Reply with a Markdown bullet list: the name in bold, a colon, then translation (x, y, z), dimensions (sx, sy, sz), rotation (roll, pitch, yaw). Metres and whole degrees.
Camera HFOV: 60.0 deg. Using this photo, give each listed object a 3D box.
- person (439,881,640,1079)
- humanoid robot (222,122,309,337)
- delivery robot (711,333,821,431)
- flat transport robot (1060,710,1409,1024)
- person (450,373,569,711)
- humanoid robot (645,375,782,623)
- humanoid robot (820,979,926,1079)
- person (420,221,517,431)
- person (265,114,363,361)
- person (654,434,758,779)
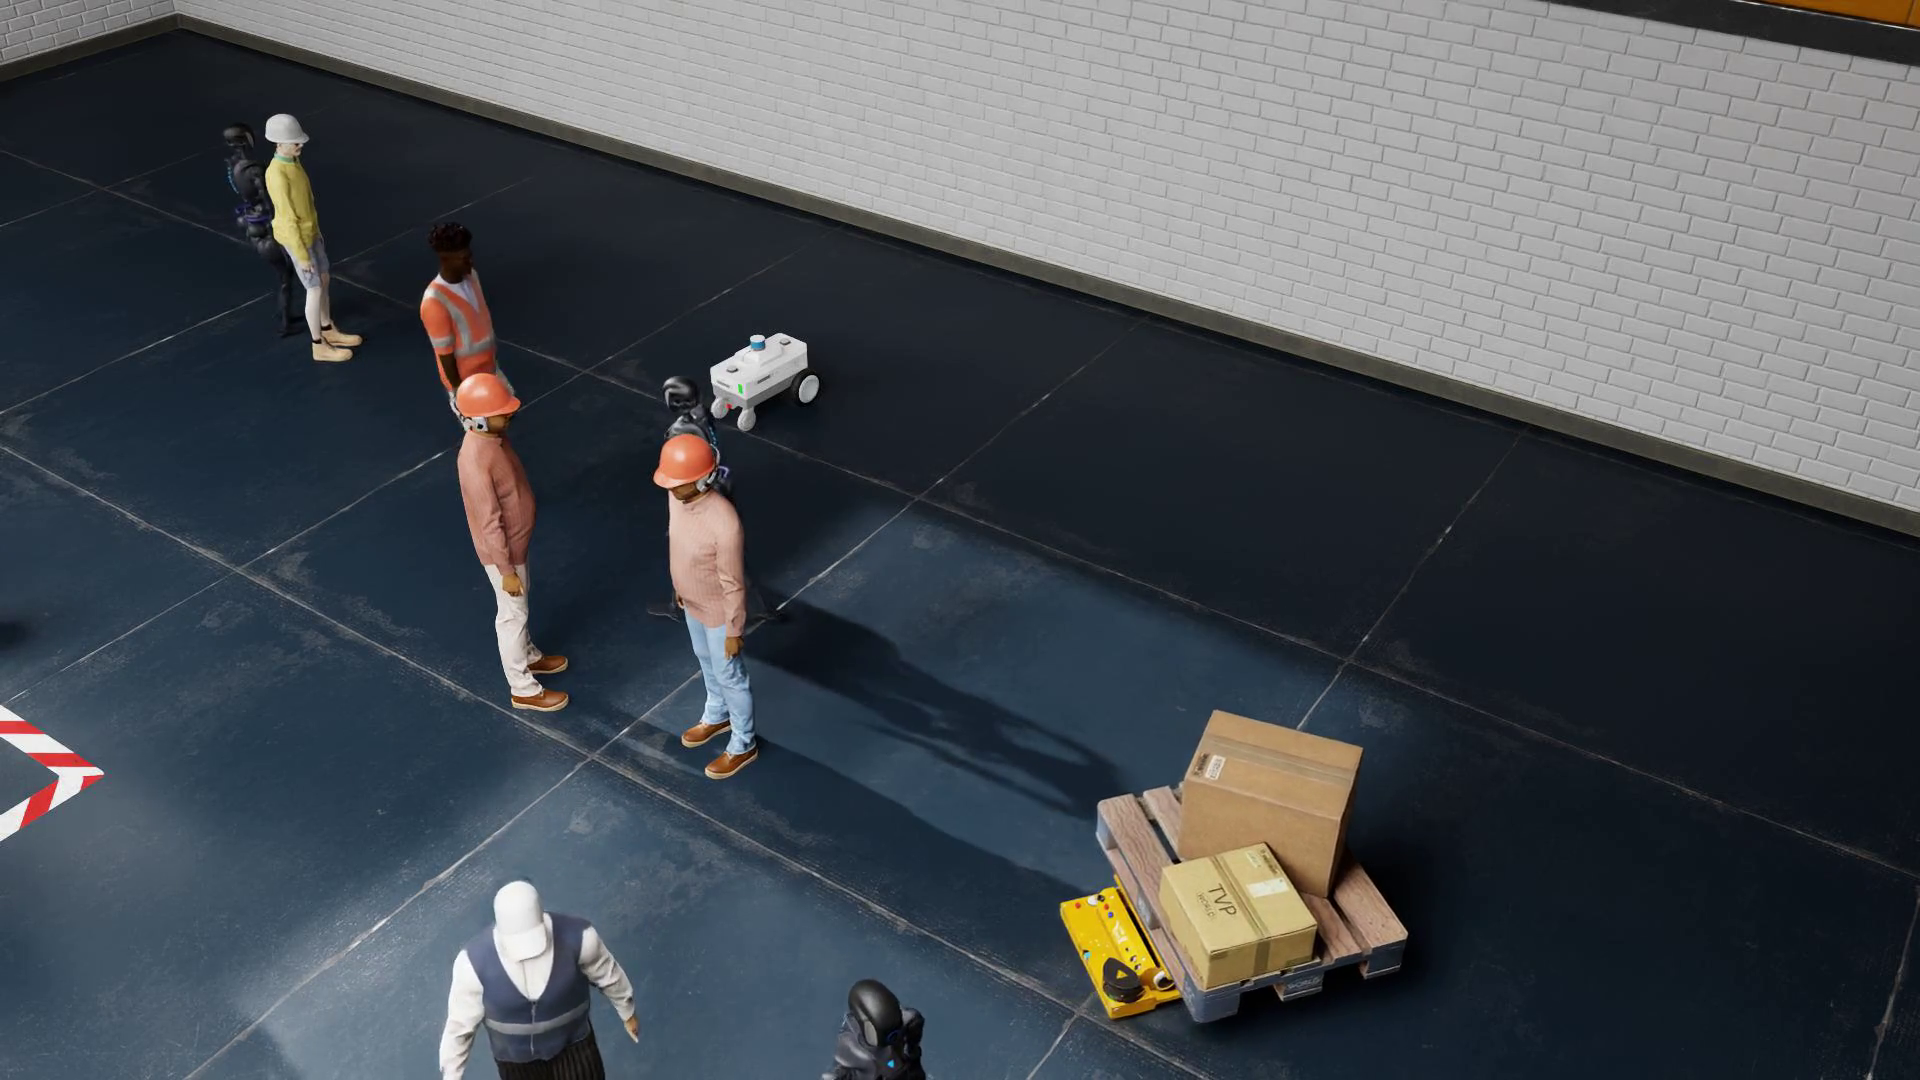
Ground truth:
- **person**: translation (-1.559, 1.957, 6.192), dimensions (0.737, 1.730, 0.767), rotation (-8, 36, -11)
- **humanoid robot**: translation (-5.130, -2.296, 12.307), dimensions (0.340, 1.649, 0.601), rotation (-26, 43, -32)
- **delivery robot**: translation (-1.390, -1.154, 11.669), dimensions (0.499, 0.601, 0.802), rotation (25, 42, 32)
- **flat transport robot**: translation (1.249, 1.759, 7.749), dimensions (1.431, 0.231, 0.659), rotation (-10, 36, -14)
- **person**: translation (-2.373, 0.012, 8.743), dimensions (0.377, 1.995, 0.610), rotation (-6, 35, -8)
- **humanoid robot**: translation (-1.453, -0.197, 9.360), dimensions (0.794, 1.620, 0.601), rotation (10, 36, 14)
- **humanoid robot**: translation (-0.308, 2.172, 5.958), dimensions (0.765, 1.619, 0.612), rotation (27, 43, 33)
- **person**: translation (-3.003, -1.054, 10.296), dimensions (0.509, 1.957, 0.623), rotation (6, 35, 9)
- **person**: translation (-4.712, -2.158, 11.950), dimensions (0.412, 1.878, 0.493), rotation (-3, 35, -5)
- **person**: translation (-1.265, 0.319, 8.316), dimensions (0.403, 1.986, 0.610), rotation (-22, 41, -28)
